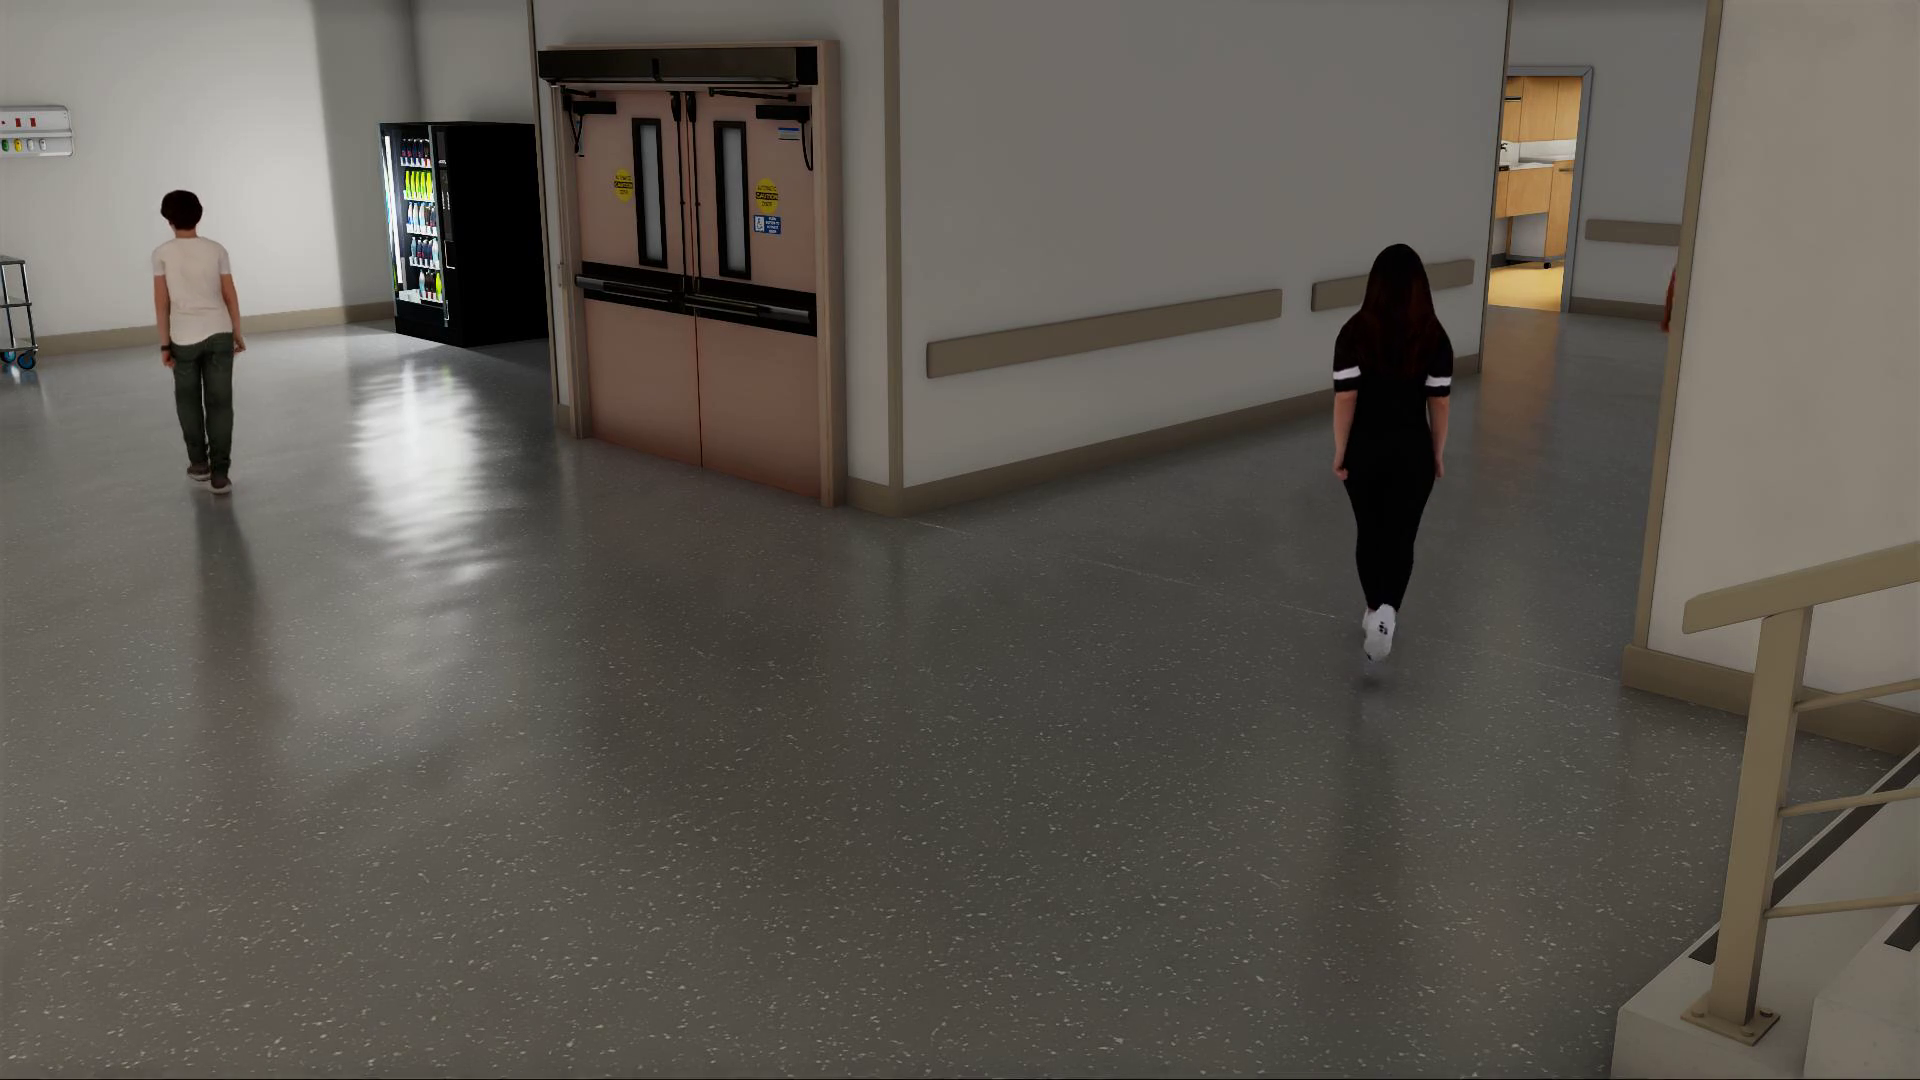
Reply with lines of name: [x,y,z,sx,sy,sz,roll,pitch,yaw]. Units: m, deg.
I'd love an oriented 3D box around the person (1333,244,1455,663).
person: [1.660,-0.309,6.448,1.065,1.618,0.994,4,16,14]

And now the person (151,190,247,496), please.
person: [-4.127,-1.055,9.063,0.745,1.634,0.899,-7,17,-23]
